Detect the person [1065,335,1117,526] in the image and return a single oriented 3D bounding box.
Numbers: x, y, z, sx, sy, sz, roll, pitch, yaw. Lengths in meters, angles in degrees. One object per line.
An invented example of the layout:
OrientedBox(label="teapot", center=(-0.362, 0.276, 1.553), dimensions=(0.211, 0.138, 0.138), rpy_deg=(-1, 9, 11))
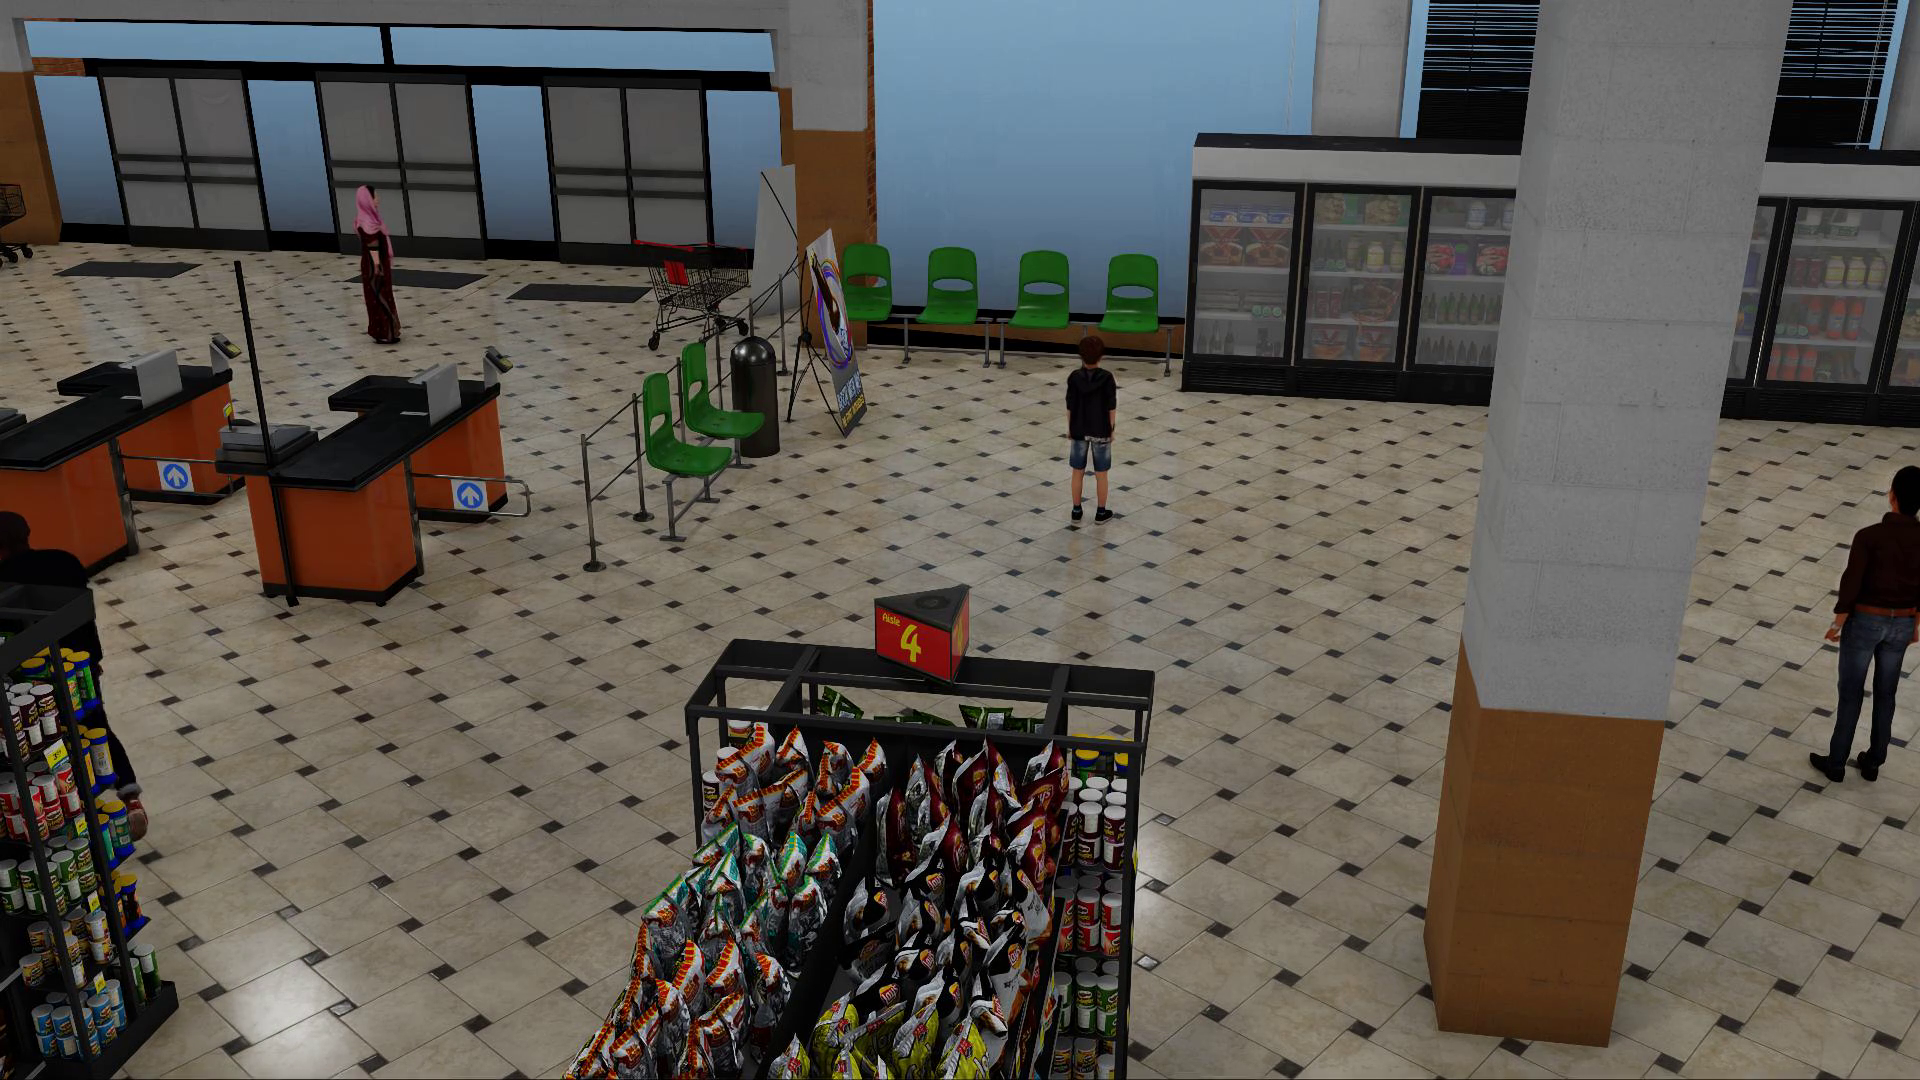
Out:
OrientedBox(label="person", center=(0.977, -0.826, 12.458), dimensions=(0.552, 1.446, 0.536), rpy_deg=(6, 23, 15))

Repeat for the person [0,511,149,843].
OrientedBox(label="person", center=(-4.409, 0.704, 8.174), dimensions=(1.079, 1.800, 1.117), rpy_deg=(16, 27, 34))

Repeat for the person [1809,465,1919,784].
OrientedBox(label="person", center=(4.881, 0.457, 8.814), dimensions=(0.675, 1.782, 0.571), rpy_deg=(0, 22, 1))

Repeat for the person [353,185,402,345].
OrientedBox(label="person", center=(-6.077, -2.867, 17.278), dimensions=(0.814, 1.638, 0.686), rpy_deg=(-5, 23, -13))
